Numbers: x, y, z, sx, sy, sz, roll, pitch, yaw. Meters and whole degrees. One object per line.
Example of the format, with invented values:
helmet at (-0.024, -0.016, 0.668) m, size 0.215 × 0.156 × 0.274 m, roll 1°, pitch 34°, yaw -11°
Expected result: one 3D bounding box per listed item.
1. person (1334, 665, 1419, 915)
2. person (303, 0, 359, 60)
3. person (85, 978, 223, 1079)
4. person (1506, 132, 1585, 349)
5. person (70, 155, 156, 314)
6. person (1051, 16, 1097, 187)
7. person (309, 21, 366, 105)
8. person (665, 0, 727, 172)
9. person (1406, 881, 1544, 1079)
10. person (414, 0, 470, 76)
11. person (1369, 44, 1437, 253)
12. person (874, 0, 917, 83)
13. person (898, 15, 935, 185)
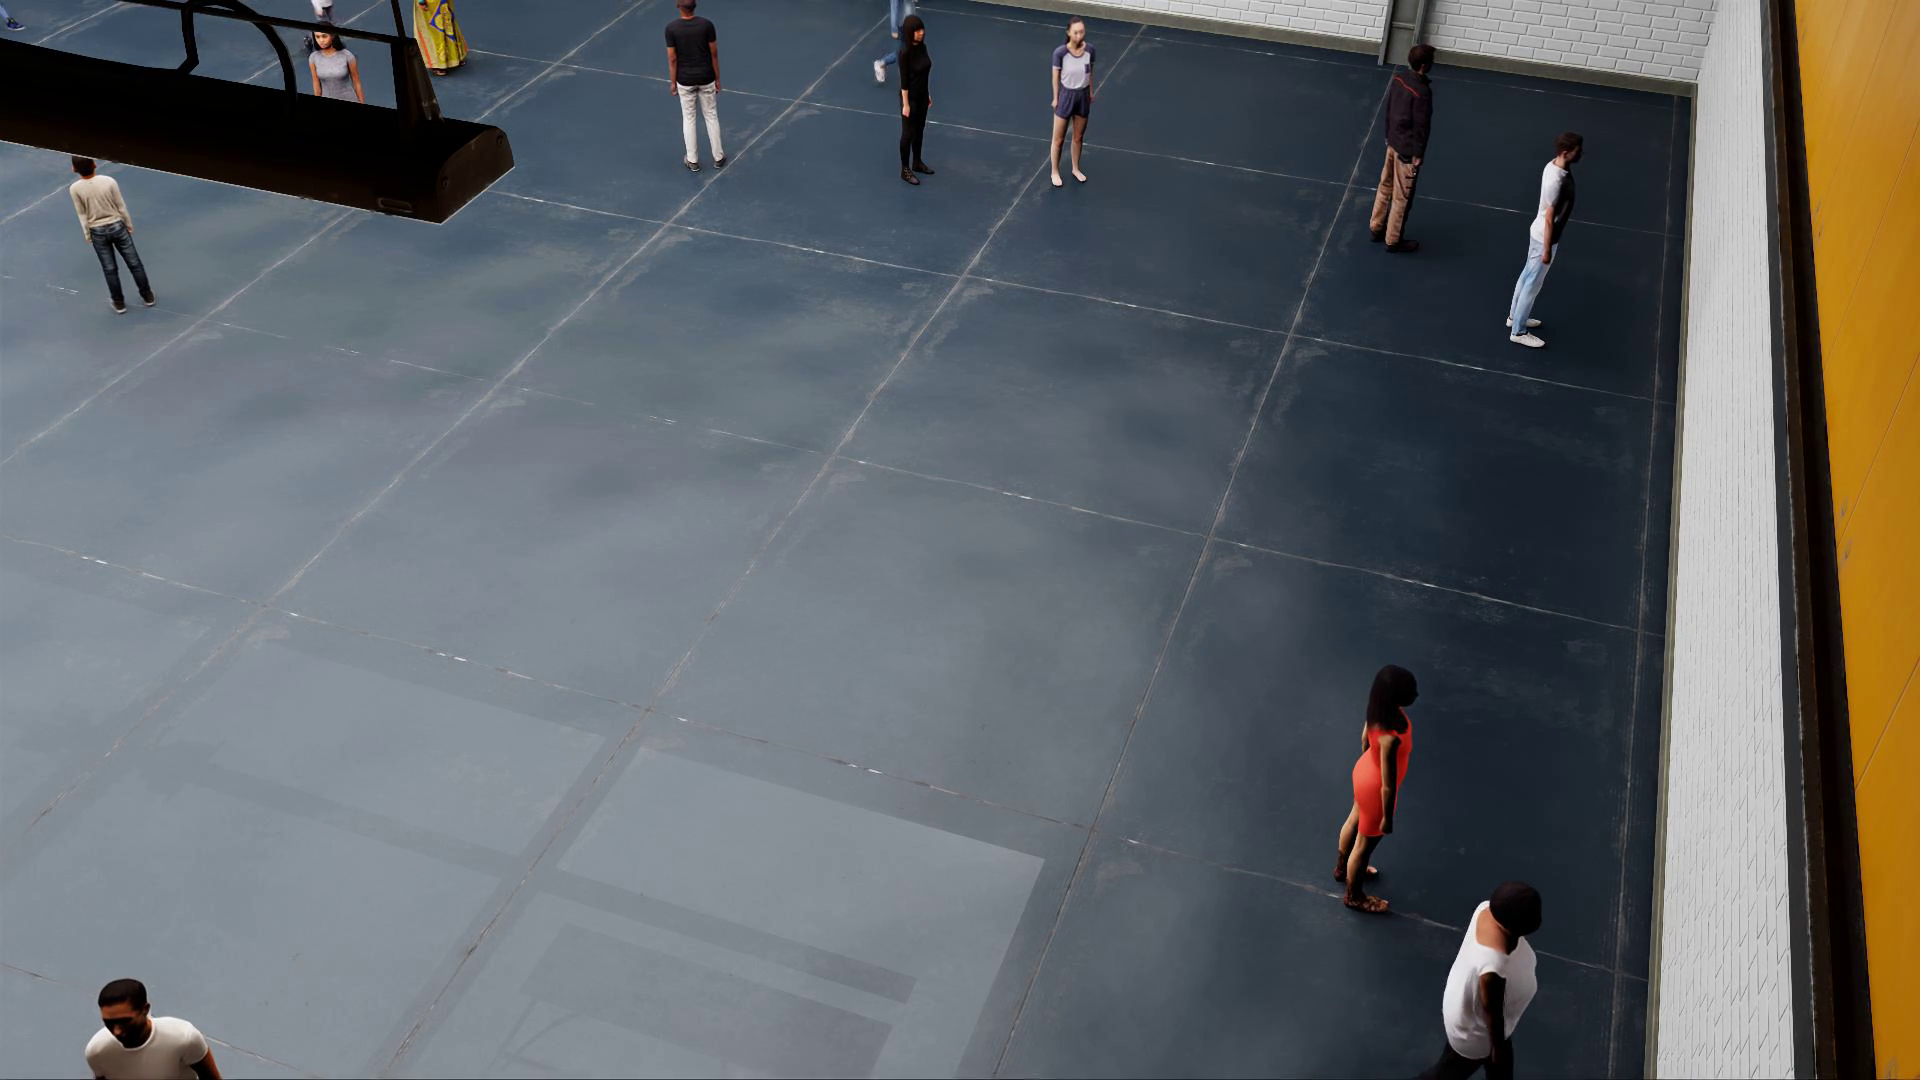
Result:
person at (2.265, 1.345, 9.072) m, size 0.641 × 1.719 × 0.654 m, roll 0°, pitch 39°, yaw -1°
person at (-7.196, -6.005, 18.641) m, size 0.821 × 1.264 × 0.508 m, roll 10°, pitch 40°, yaw 12°
person at (-3.526, 2.570, 7.471) m, size 0.666 × 1.804 × 0.781 m, roll -8°, pitch 39°, yaw -9°
person at (4.847, -2.516, 13.801) m, size 0.564 × 1.851 × 0.663 m, roll 9°, pitch 39°, yaw 11°
person at (-7.315, -2.653, 14.287) m, size 0.612 × 1.459 × 0.657 m, roll -20°, pitch 43°, yaw -23°
person at (1.084, -4.272, 16.162) m, size 0.648 × 1.650 × 0.728 m, roll -13°, pitch 40°, yaw -15°
person at (-5.846, -4.052, 15.781) m, size 0.623 × 1.781 × 0.733 m, roll -6°, pitch 39°, yaw -8°
person at (-2.596, -4.507, 16.332) m, size 0.728 × 1.805 × 0.820 m, roll -9°, pitch 40°, yaw -11°
person at (2.464, 2.259, 7.969) m, size 0.939 × 1.668 × 0.650 m, roll 12°, pitch 40°, yaw 15°
person at (-5.794, -5.995, 18.311) m, size 0.801 × 1.659 × 0.879 m, roll 18°, pitch 42°, yaw 21°
person at (4.021, -3.550, 15.037) m, size 0.830 × 1.925 × 0.790 m, roll -13°, pitch 40°, yaw -16°
person at (-0.664, -5.557, 17.920) m, size 0.890 × 1.464 × 0.670 m, roll 20°, pitch 43°, yaw 23°
person at (-0.456, -4.318, 16.226) m, size 0.572 × 1.642 × 0.615 m, roll 23°, pitch 44°, yaw 26°
